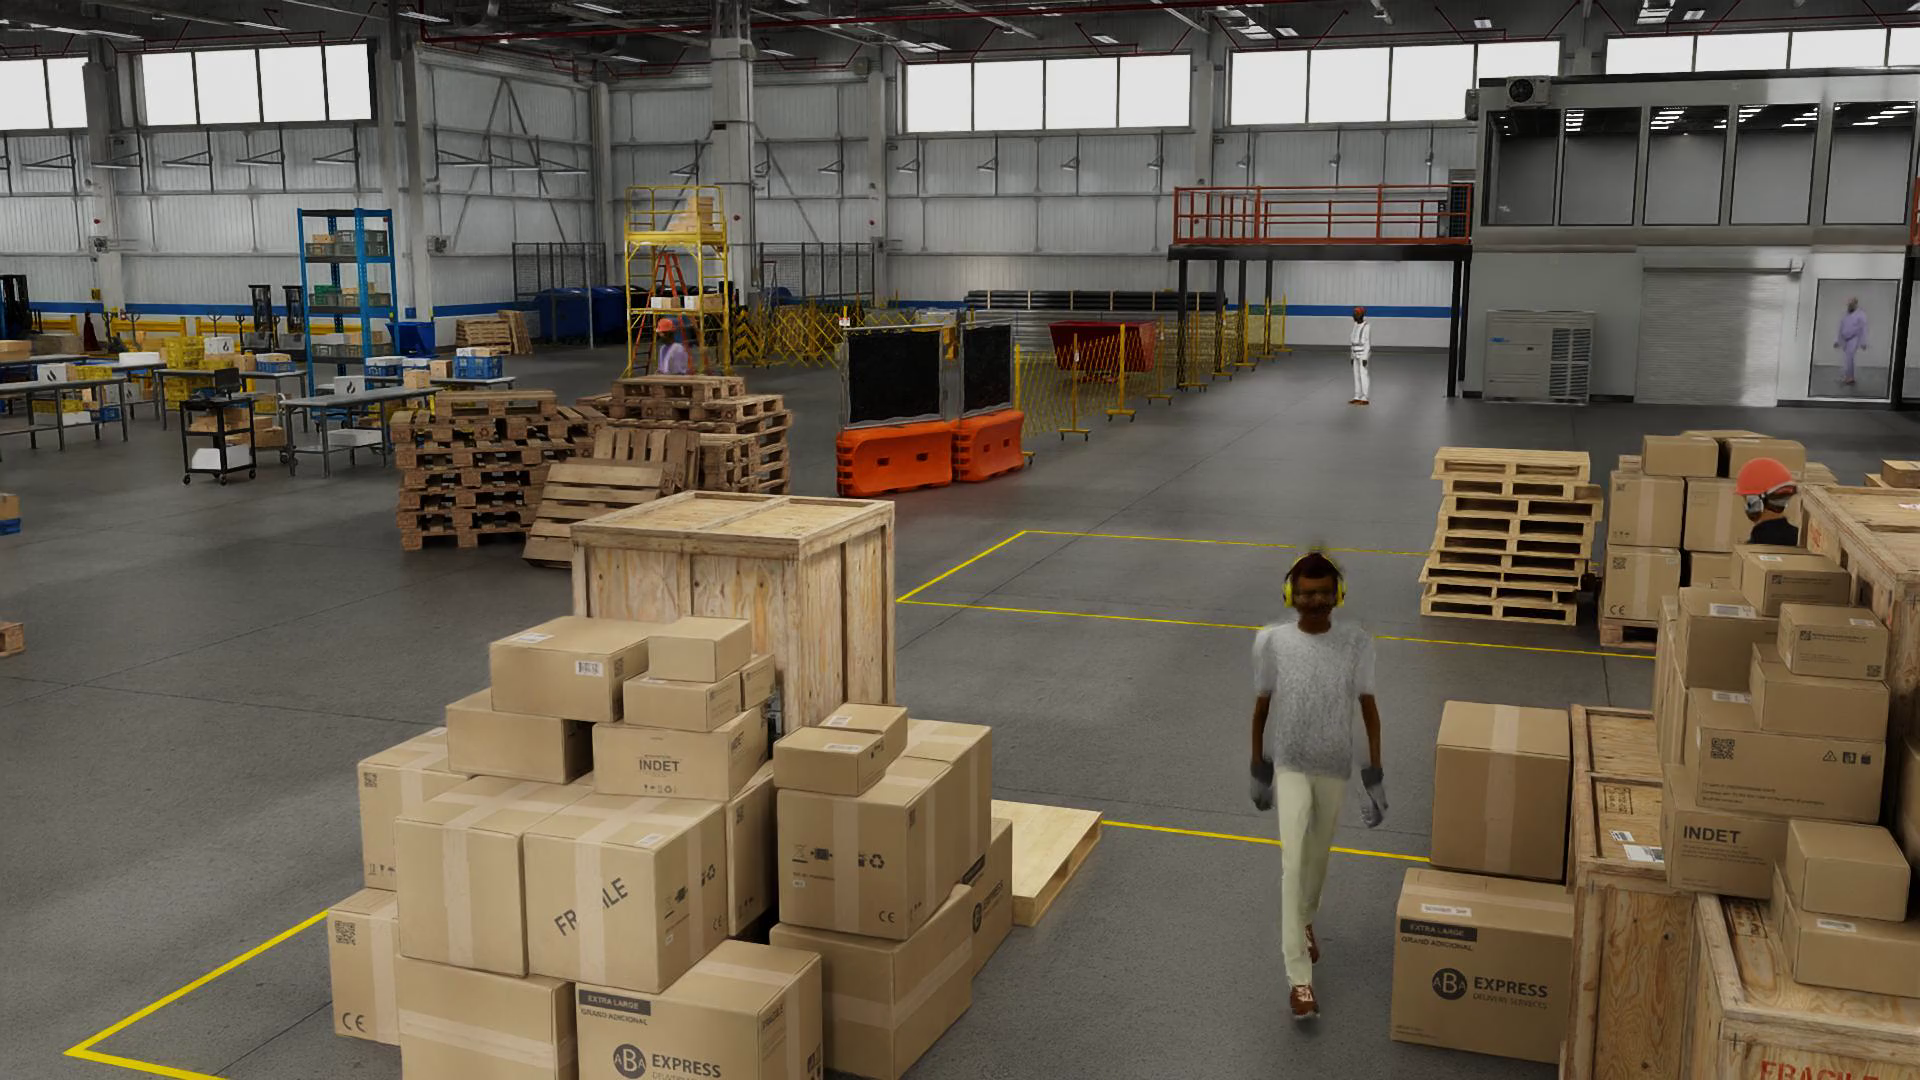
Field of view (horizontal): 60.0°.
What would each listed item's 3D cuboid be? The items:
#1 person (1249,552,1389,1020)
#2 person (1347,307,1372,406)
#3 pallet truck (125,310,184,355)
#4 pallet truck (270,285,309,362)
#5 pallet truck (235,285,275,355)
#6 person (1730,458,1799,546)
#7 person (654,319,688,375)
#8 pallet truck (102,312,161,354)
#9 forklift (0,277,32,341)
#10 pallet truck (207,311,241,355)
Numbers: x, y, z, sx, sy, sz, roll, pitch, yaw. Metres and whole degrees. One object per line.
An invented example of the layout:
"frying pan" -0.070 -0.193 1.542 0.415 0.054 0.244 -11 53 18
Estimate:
"person" 1.439 0.949 6.730 0.513 1.820 0.980 0 10 0
"person" 7.573 -3.469 31.459 0.356 1.876 0.573 -3 10 -16
"pallet truck" -22.038 -5.665 45.457 0.704 1.261 1.522 3 11 17
"pallet truck" -17.147 -5.700 43.663 0.823 1.965 1.885 3 11 17
"pallet truck" -18.327 -5.835 44.421 0.823 1.965 1.885 4 11 23
"person" 3.985 0.581 8.319 0.622 1.984 0.400 -10 14 -44
"person" -4.127 -2.063 23.149 0.967 2.000 0.642 -7 12 -35
"pallet truck" -23.057 -5.777 46.261 0.680 1.201 1.601 3 11 19
"forklift" -27.151 -6.329 46.328 1.157 1.987 2.680 3 11 17
"pallet truck" -19.537 -5.575 44.913 0.653 1.274 1.630 3 11 19
